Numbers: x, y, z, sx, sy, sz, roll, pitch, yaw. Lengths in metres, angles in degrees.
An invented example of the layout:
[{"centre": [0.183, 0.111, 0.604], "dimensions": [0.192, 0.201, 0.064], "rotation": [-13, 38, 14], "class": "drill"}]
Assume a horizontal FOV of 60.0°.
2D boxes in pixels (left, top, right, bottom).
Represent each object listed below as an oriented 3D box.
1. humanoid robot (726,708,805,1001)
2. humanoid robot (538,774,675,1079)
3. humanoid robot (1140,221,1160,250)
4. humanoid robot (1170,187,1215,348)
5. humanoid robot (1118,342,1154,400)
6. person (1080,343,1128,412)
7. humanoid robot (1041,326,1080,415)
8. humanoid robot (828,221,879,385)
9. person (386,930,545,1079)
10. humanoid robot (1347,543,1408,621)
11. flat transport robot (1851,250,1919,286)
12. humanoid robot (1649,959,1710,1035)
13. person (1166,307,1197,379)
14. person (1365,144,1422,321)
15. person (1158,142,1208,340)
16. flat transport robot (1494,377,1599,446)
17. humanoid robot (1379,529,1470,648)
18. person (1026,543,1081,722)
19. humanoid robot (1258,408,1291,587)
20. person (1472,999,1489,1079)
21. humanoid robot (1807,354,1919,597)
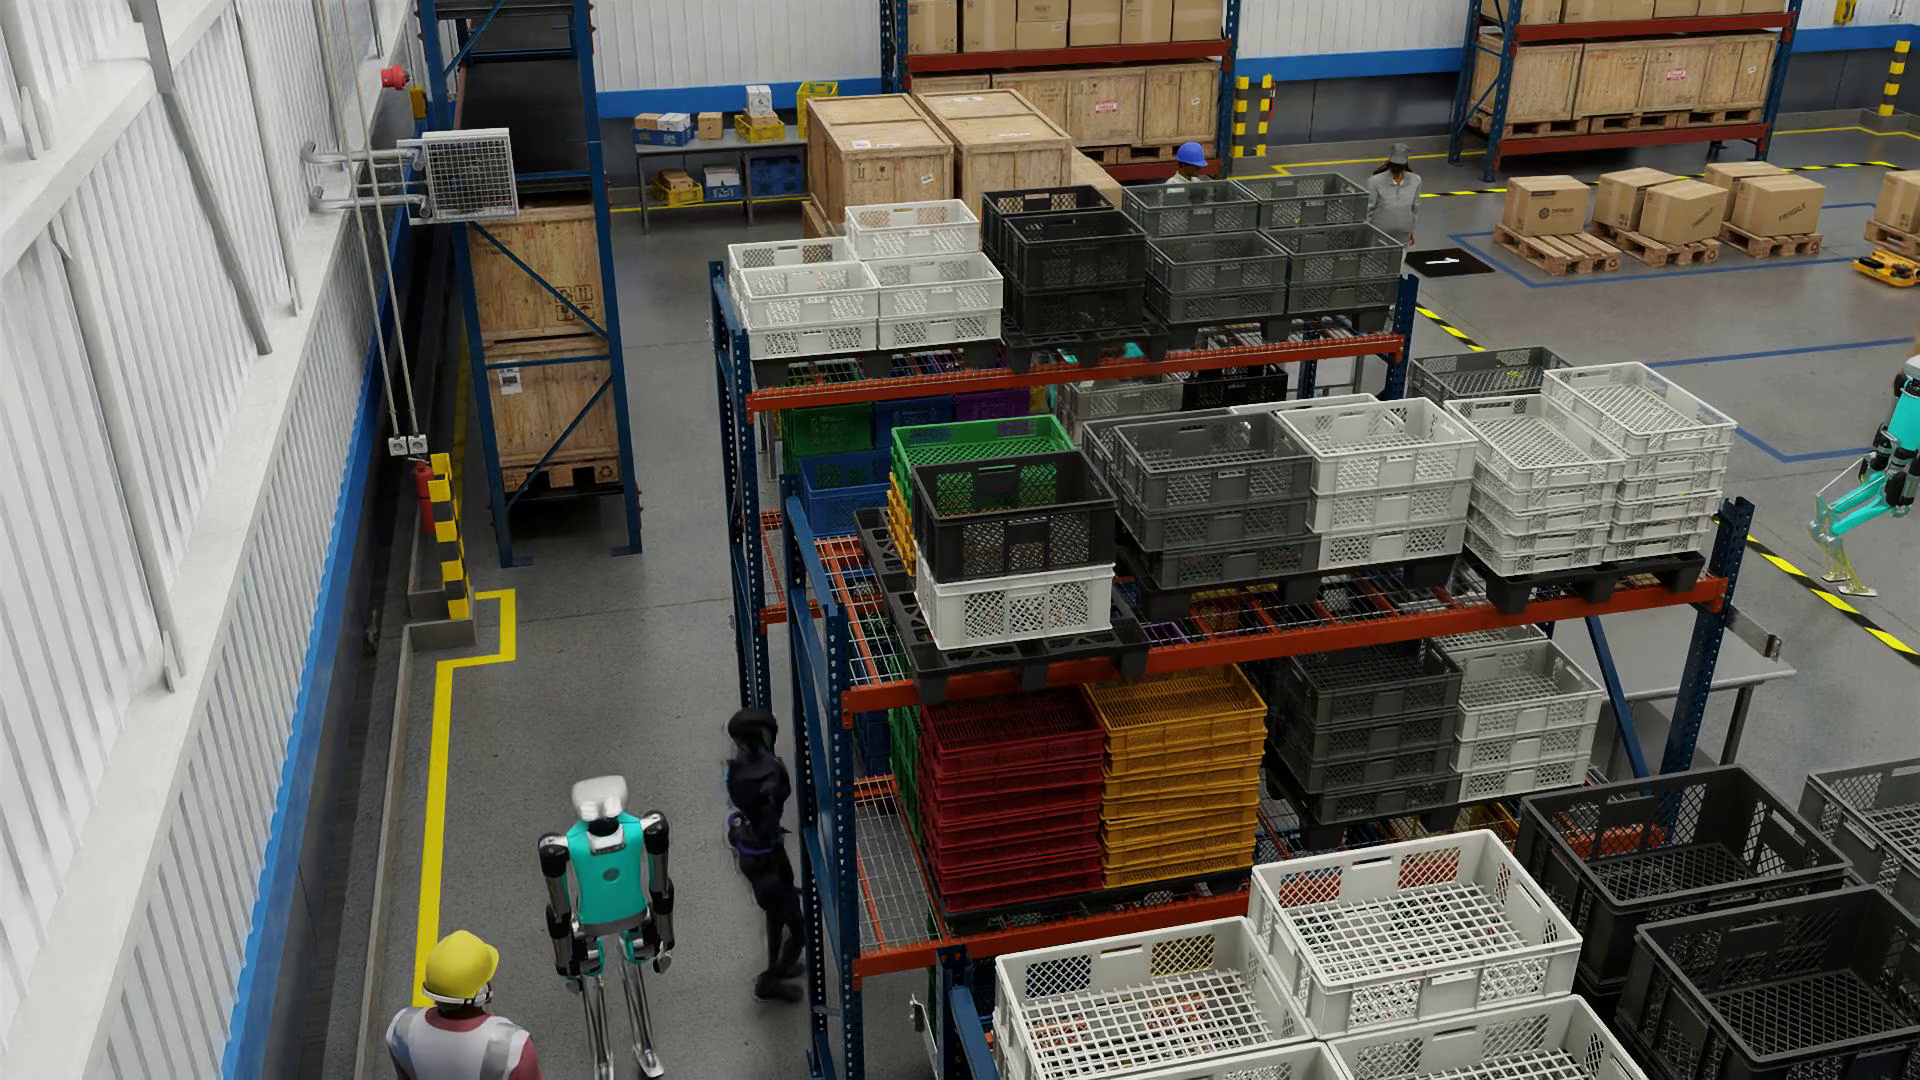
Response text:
[{"centre": [-0.897, 1.465, 7.757], "dimensions": [0.339, 1.660, 0.600], "rotation": [-10, 30, -19], "class": "humanoid robot"}, {"centre": [-1.539, 1.638, 7.245], "dimensions": [0.532, 1.691, 0.726], "rotation": [-10, 29, -19], "class": "humanoid robot"}, {"centre": [1.344, -1.696, 13.753], "dimensions": [0.573, 1.821, 0.802], "rotation": [3, 28, 6], "class": "humanoid robot"}, {"centre": [2.088, -2.414, 15.111], "dimensions": [0.335, 1.655, 0.591], "rotation": [-20, 34, -33], "class": "humanoid robot"}, {"centre": [1.135, -1.004, 12.274], "dimensions": [0.734, 1.714, 0.534], "rotation": [-14, 31, -24], "class": "humanoid robot"}, {"centre": [0.964, -0.579, 11.412], "dimensions": [0.339, 1.882, 0.582], "rotation": [-5, 28, -10], "class": "person"}, {"centre": [0.945, -0.707, 11.799], "dimensions": [0.721, 1.783, 0.531], "rotation": [-16, 32, -27], "class": "humanoid robot"}, {"centre": [-1.036, -1.679, 13.718], "dimensions": [0.788, 1.816, 0.539], "rotation": [-23, 35, -36], "class": "humanoid robot"}, {"centre": [-1.750, 2.197, 6.201], "dimensions": [0.588, 1.833, 0.404], "rotation": [6, 28, 11], "class": "person"}, {"centre": [2.582, 0.239, 10.079], "dimensions": [0.597, 1.654, 0.381], "rotation": [-24, 36, -37], "class": "humanoid robot"}, {"centre": [10.268, -2.942, 17.598], "dimensions": [1.431, 0.197, 0.652], "rotation": [-9, 29, -16], "class": "flat transport robot"}, {"centre": [2.593, 2.259, 6.283], "dimensions": [0.603, 1.639, 0.608], "rotation": [-2, 28, -3], "class": "humanoid robot"}, {"centre": [1.652, -1.298, 12.627], "dimensions": [0.413, 2.034, 0.601], "rotation": [14, 31, 24], "class": "person"}, {"centre": [4.133, -2.958, 16.049], "dimensions": [0.572, 1.766, 0.398], "rotation": [-4, 28, -7], "class": "person"}, {"centre": [2.045, -2.735, 15.449], "dimensions": [0.411, 1.939, 0.602], "rotation": [20, 34, 33], "class": "person"}, {"centre": [4.780, -1.036, 14.013], "dimensions": [0.659, 0.231, 1.431], "rotation": [-6, 28, -12], "class": "flat transport robot"}, {"centre": [2.744, 0.334, 9.897], "dimensions": [0.609, 1.641, 0.329], "rotation": [-4, 28, -8], "class": "humanoid robot"}, {"centre": [0.432, 0.774, 8.896], "dimensions": [0.634, 1.838, 0.429], "rotation": [4, 28, 7], "class": "person"}, {"centre": [2.019, -0.098, 10.711], "dimensions": [0.414, 1.645, 0.584], "rotation": [16, 32, 28], "class": "humanoid robot"}, {"centre": [1.821, 2.282, 5.898], "dimensions": [0.367, 1.966, 0.603], "rotation": [-9, 29, -17], "class": "person"}, {"centre": [6.050, -0.421, 11.127], "dimensions": [0.735, 1.677, 0.533], "rotation": [-1, 28, -2], "class": "humanoid robot"}]
